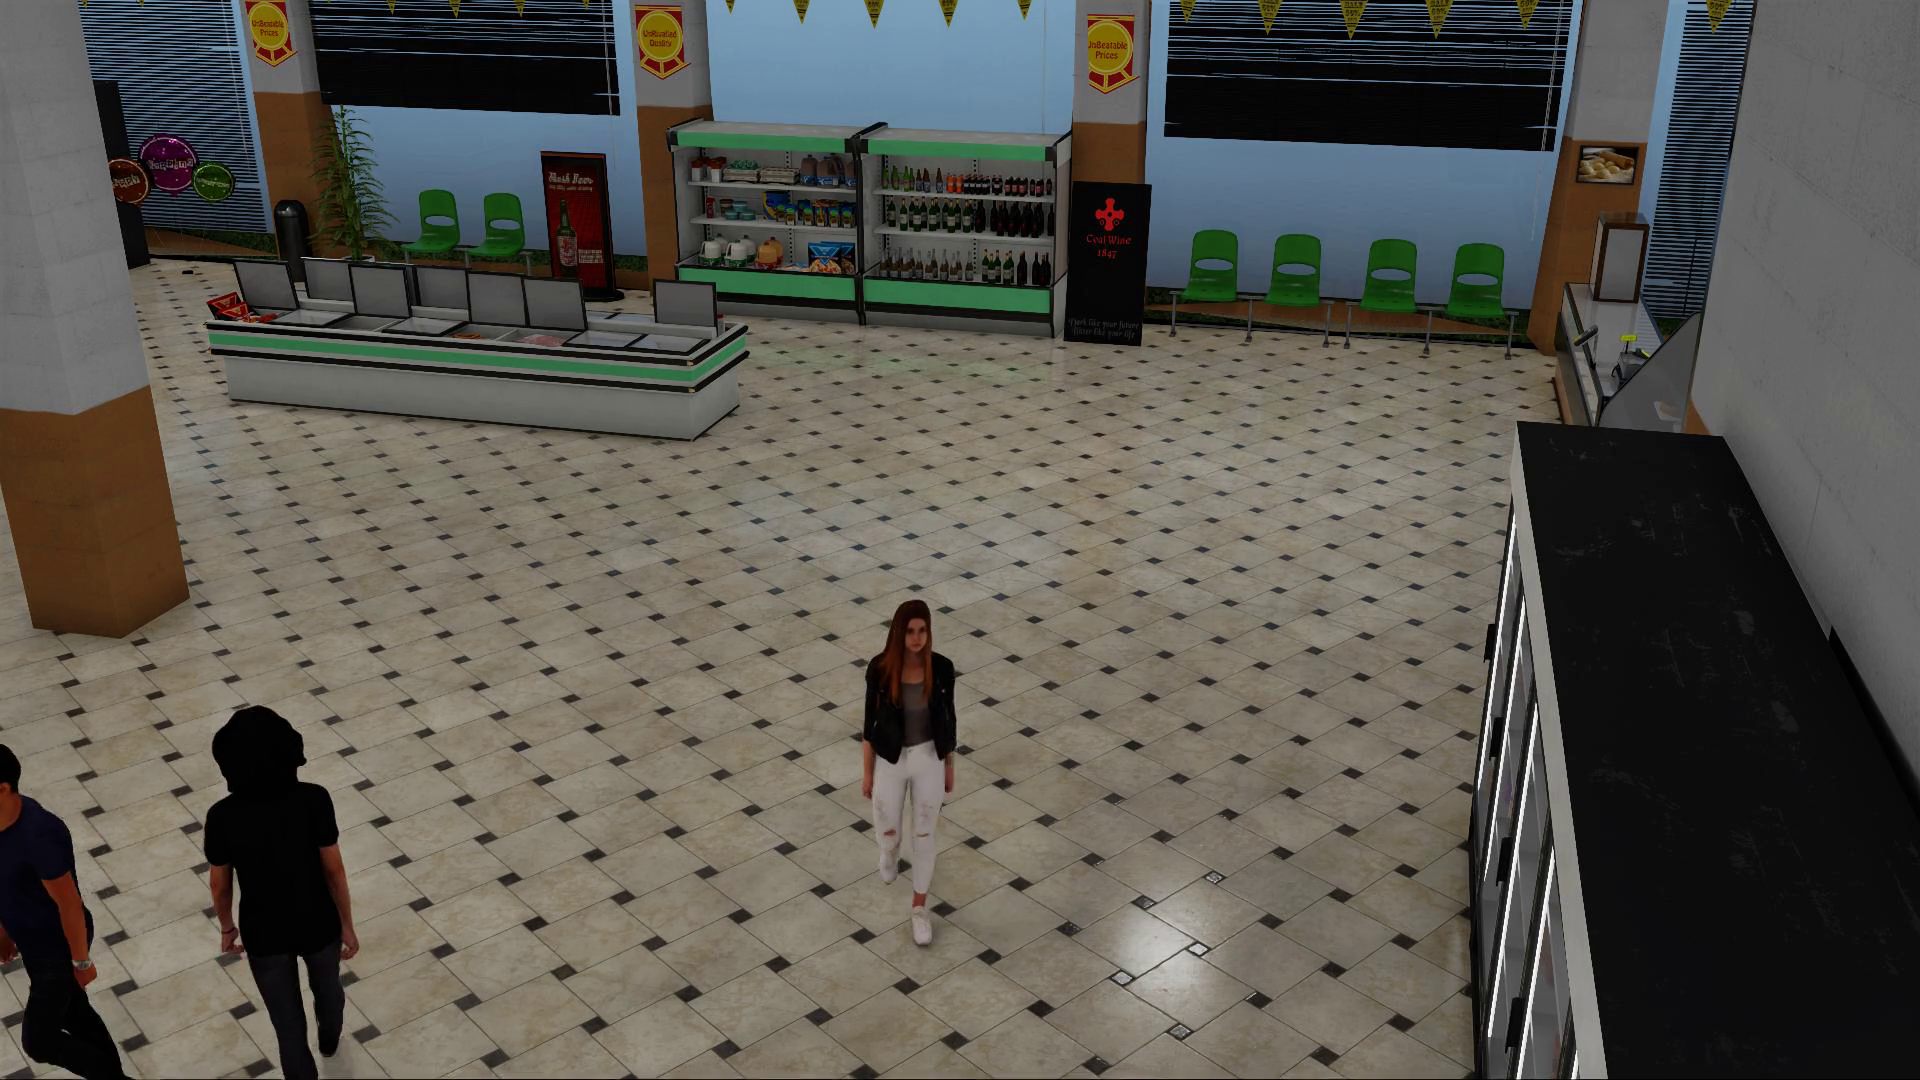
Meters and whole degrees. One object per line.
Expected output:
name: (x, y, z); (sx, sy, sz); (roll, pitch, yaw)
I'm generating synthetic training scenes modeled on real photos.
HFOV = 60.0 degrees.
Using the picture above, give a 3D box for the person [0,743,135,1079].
person: (-3.445, 1.529, 6.470); (0.721, 1.777, 0.834); (20, 29, 41)

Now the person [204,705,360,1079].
person: (-2.579, 1.547, 6.408); (1.150, 1.790, 1.161); (-10, 24, -23)

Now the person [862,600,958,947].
person: (-0.249, 1.036, 7.816); (0.875, 1.690, 0.829); (-2, 22, -5)
